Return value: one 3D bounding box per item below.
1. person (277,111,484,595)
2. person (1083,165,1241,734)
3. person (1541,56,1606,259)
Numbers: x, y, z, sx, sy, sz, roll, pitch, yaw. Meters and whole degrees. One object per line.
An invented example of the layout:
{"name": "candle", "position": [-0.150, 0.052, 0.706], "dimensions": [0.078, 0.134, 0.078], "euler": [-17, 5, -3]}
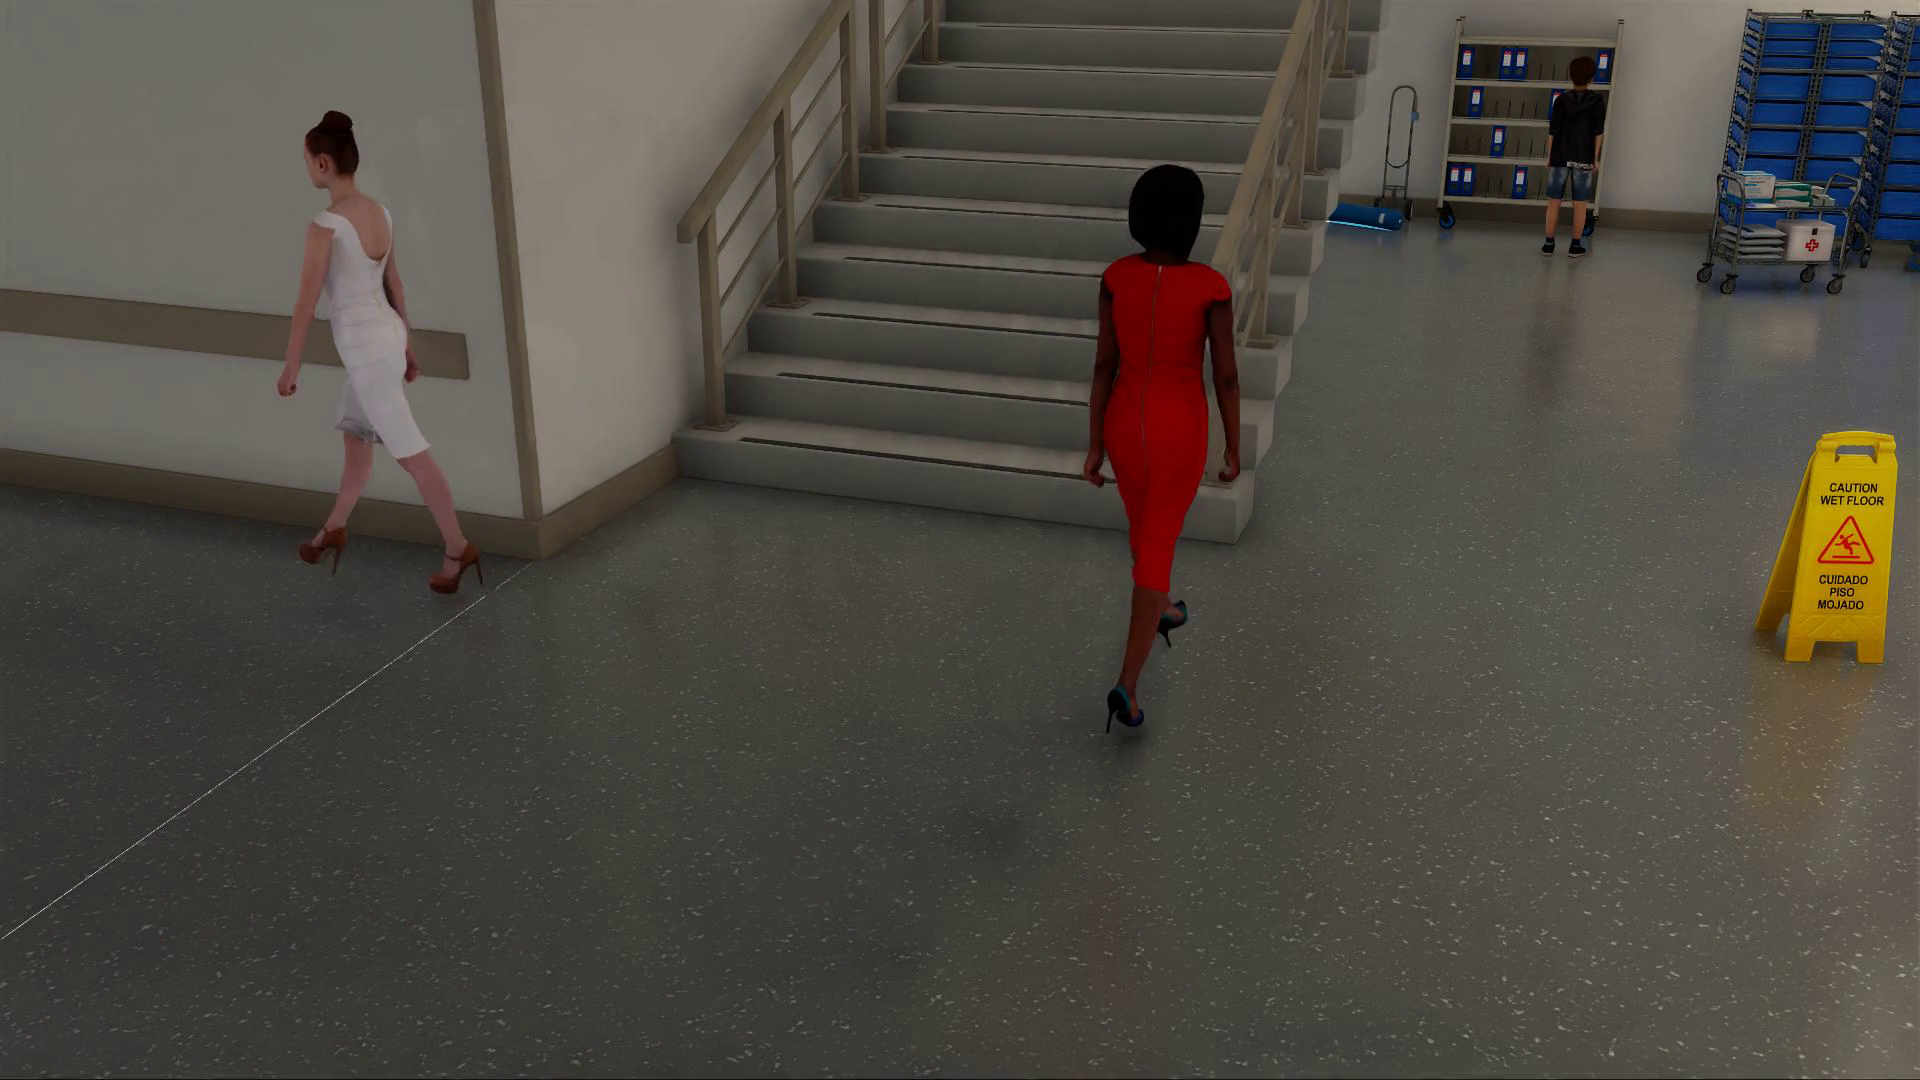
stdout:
{"name": "person", "position": [-2.019, -0.604, 5.985], "dimensions": [0.728, 1.758, 0.961], "euler": [3, 21, 8]}
{"name": "person", "position": [0.570, -0.227, 5.066], "dimensions": [0.695, 1.703, 1.125], "euler": [10, 23, 25]}
{"name": "person", "position": [4.531, -2.833, 12.309], "dimensions": [0.549, 1.446, 0.523], "euler": [9, 23, 23]}
